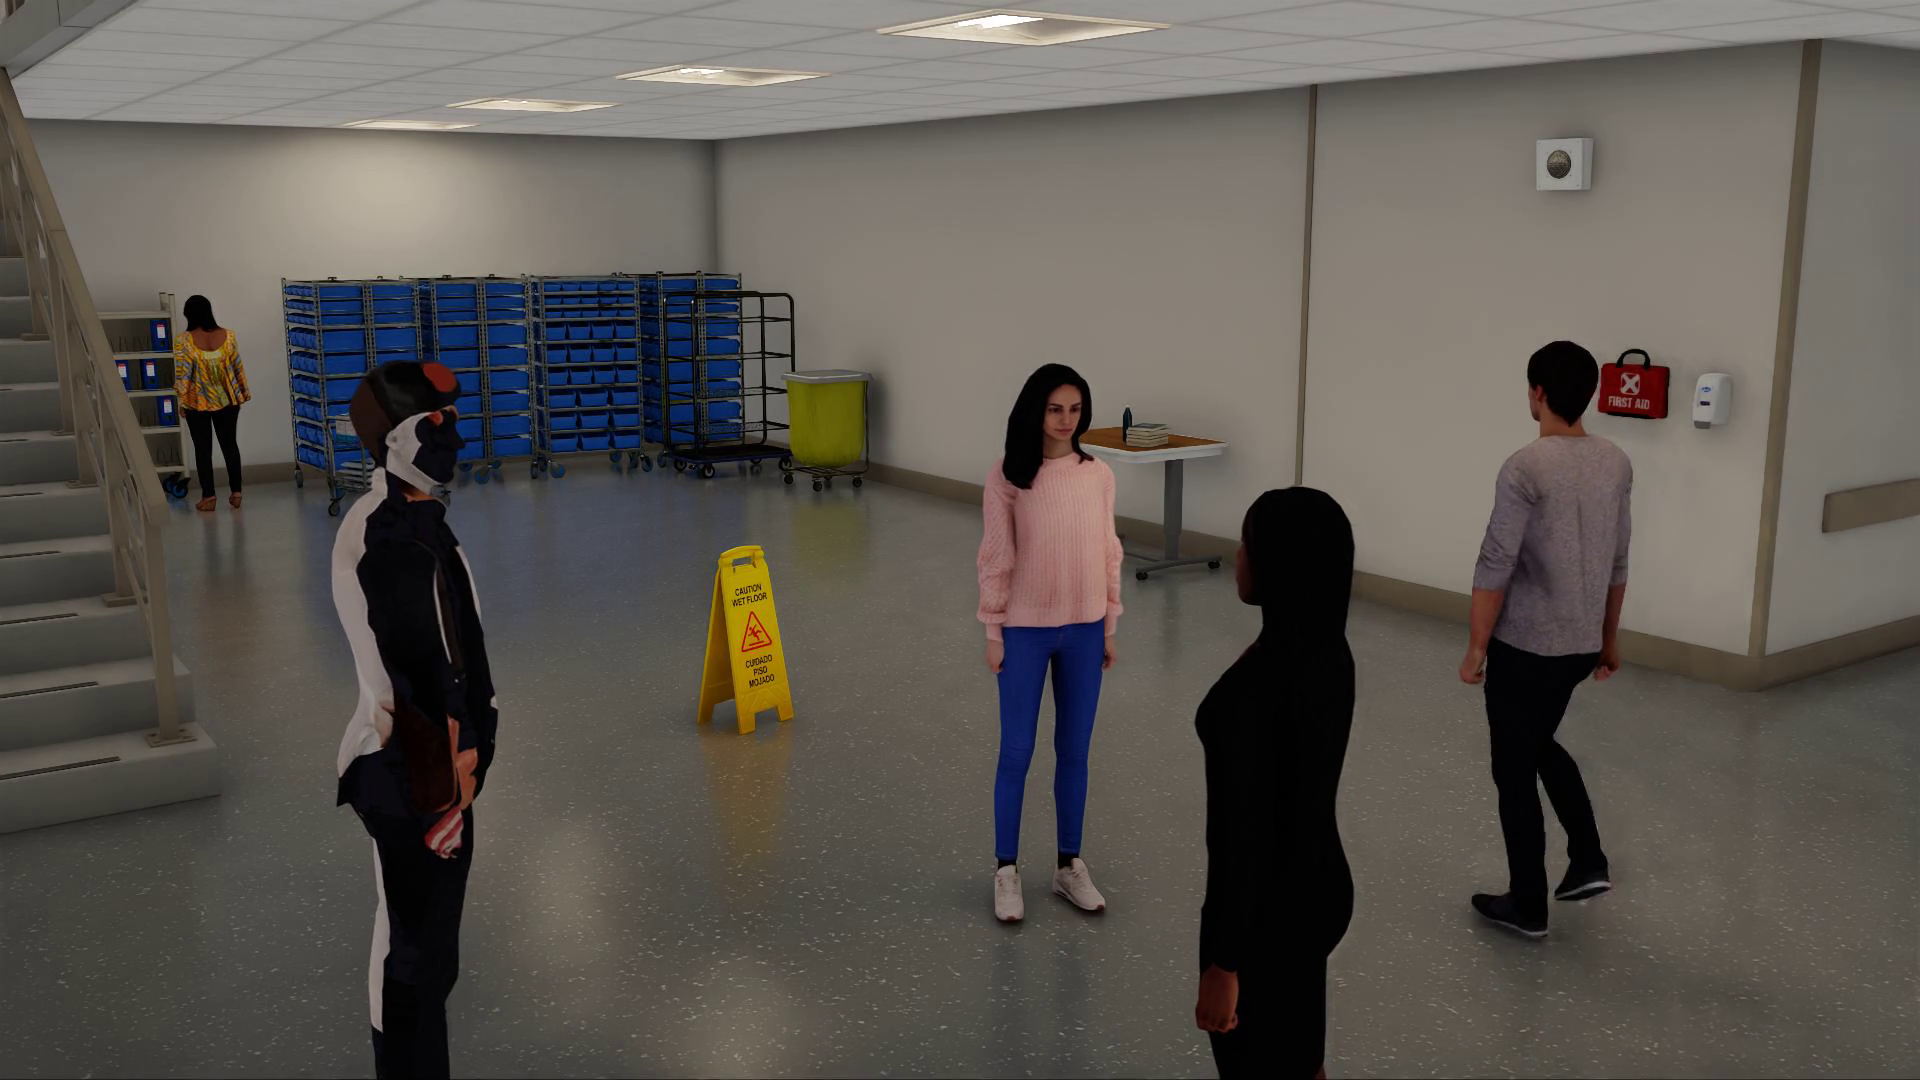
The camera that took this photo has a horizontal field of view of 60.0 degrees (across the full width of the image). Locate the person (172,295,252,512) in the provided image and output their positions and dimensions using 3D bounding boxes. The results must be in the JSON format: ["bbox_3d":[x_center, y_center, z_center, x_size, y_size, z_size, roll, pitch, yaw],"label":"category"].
[{"bbox_3d":[-5.770,-1.054,12.804,0.800,1.648,0.765,10,15,43],"label":"person"}]

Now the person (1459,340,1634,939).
[{"bbox_3d":[1.829,0.331,5.015,0.680,1.833,0.671,-6,12,-30],"label":"person"}]

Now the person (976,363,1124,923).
[{"bbox_3d":[0.281,0.313,5.283,0.708,1.766,0.667,-3,11,-15],"label":"person"}]

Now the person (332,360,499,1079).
[{"bbox_3d":[-1.236,0.538,3.761,0.793,1.892,0.611,-4,12,-22],"label":"person"}]

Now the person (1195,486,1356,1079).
[{"bbox_3d":[0.586,0.746,3.126,0.645,1.720,0.678,6,12,29],"label":"person"}]
